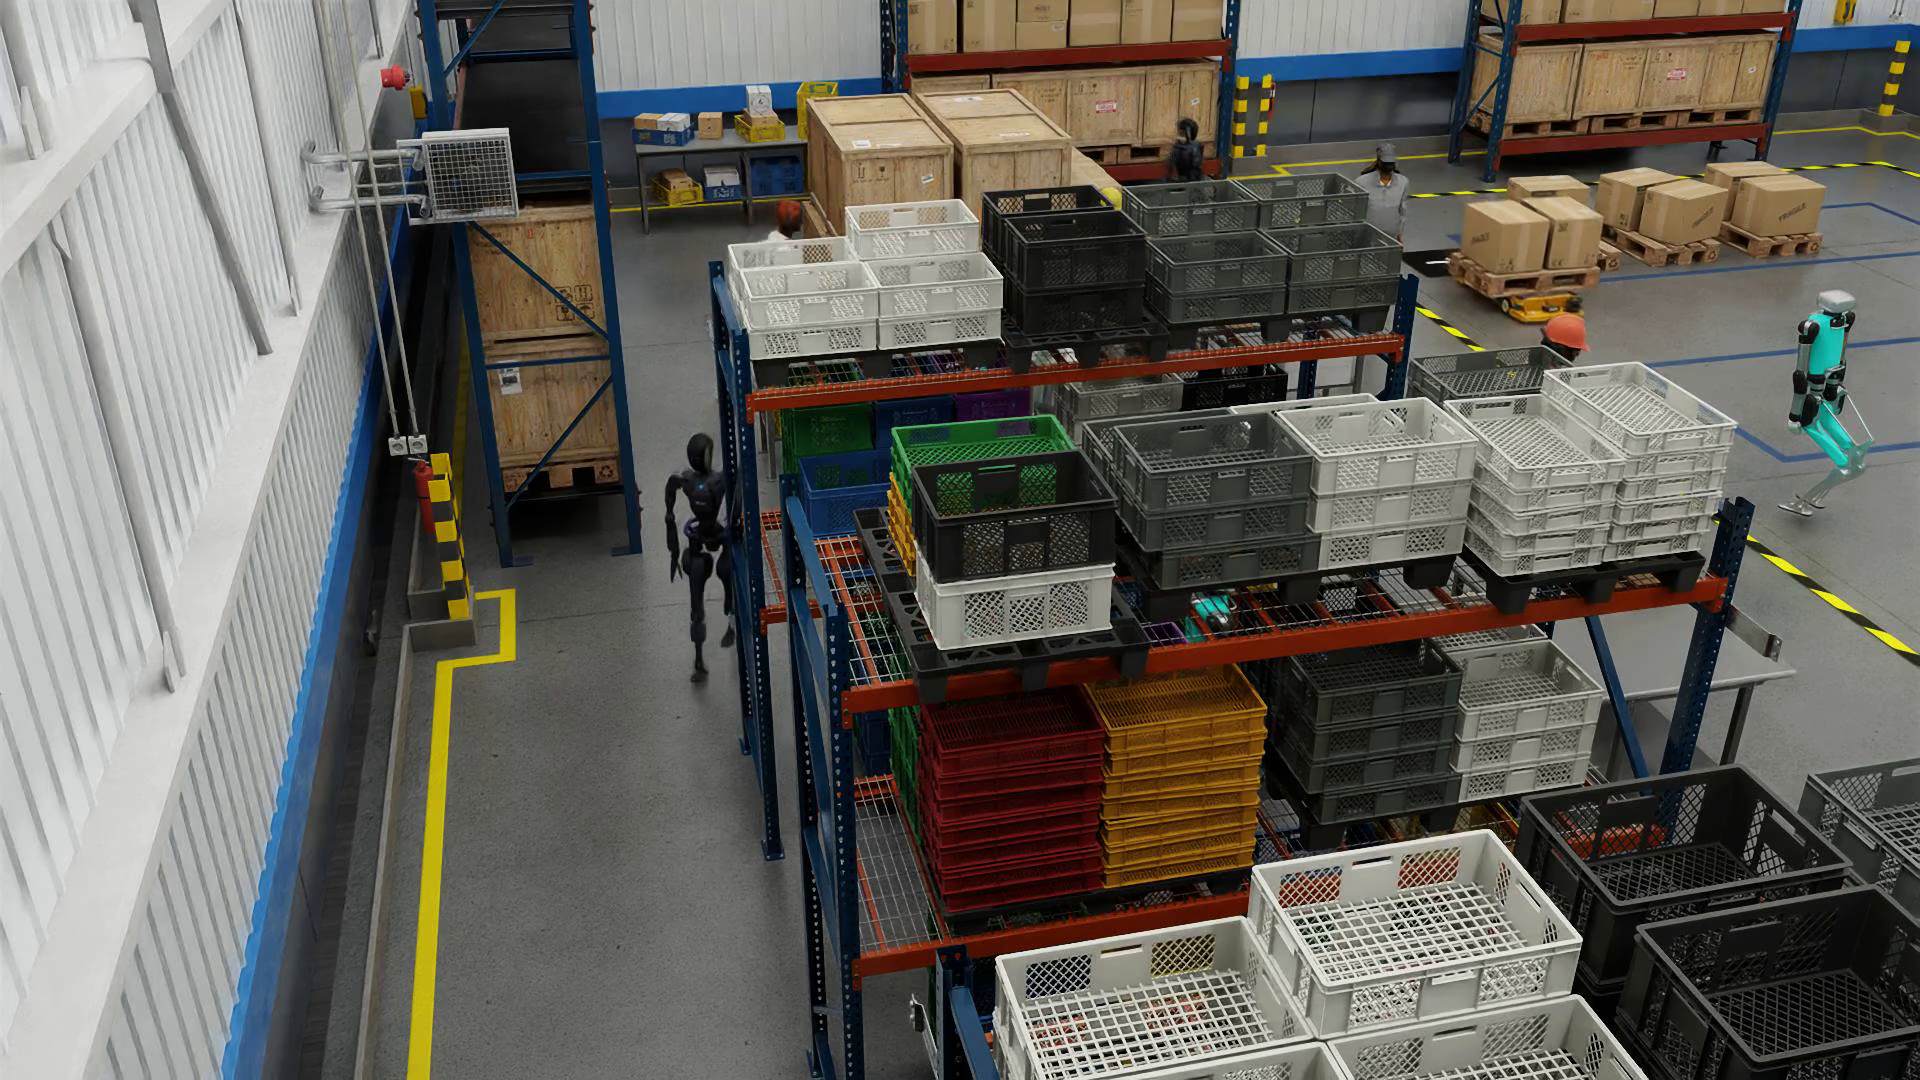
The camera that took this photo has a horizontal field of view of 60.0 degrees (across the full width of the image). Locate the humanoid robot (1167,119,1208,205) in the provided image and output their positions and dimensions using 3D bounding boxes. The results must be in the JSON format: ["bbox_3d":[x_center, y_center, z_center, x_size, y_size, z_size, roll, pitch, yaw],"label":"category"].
[{"bbox_3d":[2.388,-3.575,17.364,0.760,1.628,0.591,25,37,38],"label":"humanoid robot"}]

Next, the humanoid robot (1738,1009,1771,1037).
[{"bbox_3d":[3.145,2.300,6.156,0.958,1.789,0.575,5,28,10],"label":"humanoid robot"}]

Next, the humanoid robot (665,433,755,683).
[{"bbox_3d":[-1.548,0.074,10.453,0.589,1.636,0.782,2,28,3],"label":"humanoid robot"}]

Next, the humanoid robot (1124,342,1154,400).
[{"bbox_3d":[1.378,-1.078,12.628,0.787,1.622,0.599,-1,28,-1],"label":"humanoid robot"}]

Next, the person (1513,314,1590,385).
[{"bbox_3d":[3.890,-0.550,11.201,0.400,2.033,0.607,-4,28,-7],"label":"person"}]

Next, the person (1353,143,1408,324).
[{"bbox_3d":[3.998,-2.948,16.028,0.561,1.769,0.395,-3,28,-6],"label":"person"}]

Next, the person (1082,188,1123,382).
[{"bbox_3d":[1.267,-2.188,14.531,0.586,1.822,0.404,5,28,9],"label":"person"}]

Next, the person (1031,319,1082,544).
[{"bbox_3d":[0.636,-0.787,11.740,0.386,1.948,0.602,-12,30,-22],"label":"person"}]

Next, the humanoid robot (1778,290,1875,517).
[{"bbox_3d":[6.402,-0.944,12.119,0.533,1.677,0.735,-16,32,-27],"label":"humanoid robot"}]

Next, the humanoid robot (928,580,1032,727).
[{"bbox_3d":[0.237,0.976,8.723,0.849,1.845,0.538,-14,31,-24],"label":"humanoid robot"}]

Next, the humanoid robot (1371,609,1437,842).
[{"bbox_3d":[2.244,1.107,8.433,0.448,1.646,0.587,-24,36,-37],"label":"humanoid robot"}]

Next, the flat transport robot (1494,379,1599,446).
[{"bbox_3d":[4.780,-1.036,14.013,0.659,0.231,1.431,-6,28,-12],"label":"flat transport robot"}]

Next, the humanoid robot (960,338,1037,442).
[{"bbox_3d":[0.301,-0.503,11.321,0.531,1.692,0.730,-4,28,-8],"label":"humanoid robot"}]

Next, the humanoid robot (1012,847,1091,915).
[{"bbox_3d":[0.464,1.212,8.027,0.735,1.677,0.533,3,28,6],"label":"humanoid robot"}]

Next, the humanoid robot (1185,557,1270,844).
[{"bbox_3d":[1.486,0.861,8.770,0.695,1.734,0.530,-5,28,-9],"label":"humanoid robot"}]

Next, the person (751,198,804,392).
[{"bbox_3d":[-1.543,-1.971,14.075,0.580,1.861,0.606,-7,29,-13],"label":"person"}]

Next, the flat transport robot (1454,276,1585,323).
[{"bbox_3d":[5.655,-2.549,16.852,0.652,0.197,1.431,-6,28,-12],"label":"flat transport robot"}]
